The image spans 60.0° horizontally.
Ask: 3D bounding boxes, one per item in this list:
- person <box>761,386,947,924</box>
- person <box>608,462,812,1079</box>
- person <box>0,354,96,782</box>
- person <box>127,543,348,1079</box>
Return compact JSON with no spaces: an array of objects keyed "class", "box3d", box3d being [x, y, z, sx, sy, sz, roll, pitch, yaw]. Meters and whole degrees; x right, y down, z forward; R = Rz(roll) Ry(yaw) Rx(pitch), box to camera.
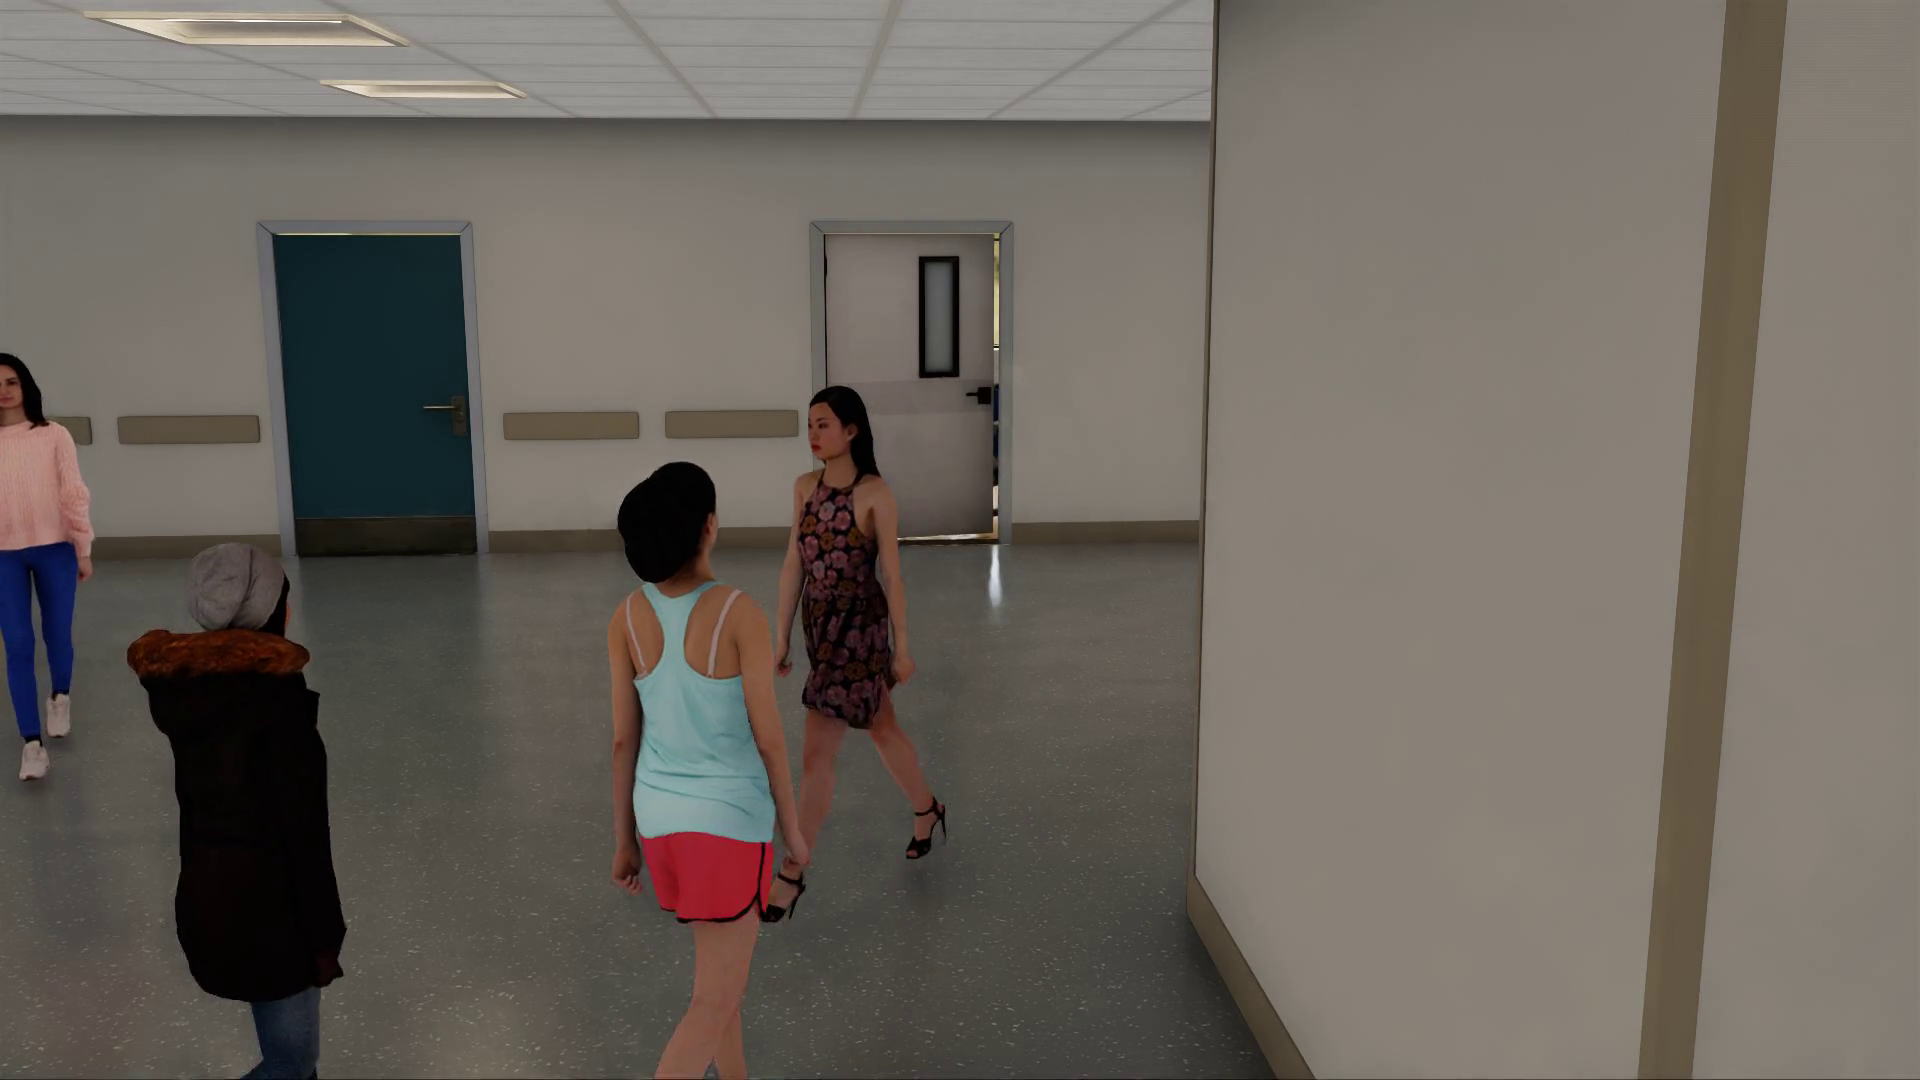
[{"class":"person","box3d":[-0.325,0.381,5.623,1.147,1.715,1.223,9,14,38]},{"class":"person","box3d":[-0.613,0.723,3.765,1.154,1.736,1.021,5,12,24]},{"class":"person","box3d":[-3.949,0.093,7.101,1.163,1.730,0.968,-5,12,-24]},{"class":"person","box3d":[-1.557,0.822,3.551,1.002,1.620,1.037,8,13,35]}]
